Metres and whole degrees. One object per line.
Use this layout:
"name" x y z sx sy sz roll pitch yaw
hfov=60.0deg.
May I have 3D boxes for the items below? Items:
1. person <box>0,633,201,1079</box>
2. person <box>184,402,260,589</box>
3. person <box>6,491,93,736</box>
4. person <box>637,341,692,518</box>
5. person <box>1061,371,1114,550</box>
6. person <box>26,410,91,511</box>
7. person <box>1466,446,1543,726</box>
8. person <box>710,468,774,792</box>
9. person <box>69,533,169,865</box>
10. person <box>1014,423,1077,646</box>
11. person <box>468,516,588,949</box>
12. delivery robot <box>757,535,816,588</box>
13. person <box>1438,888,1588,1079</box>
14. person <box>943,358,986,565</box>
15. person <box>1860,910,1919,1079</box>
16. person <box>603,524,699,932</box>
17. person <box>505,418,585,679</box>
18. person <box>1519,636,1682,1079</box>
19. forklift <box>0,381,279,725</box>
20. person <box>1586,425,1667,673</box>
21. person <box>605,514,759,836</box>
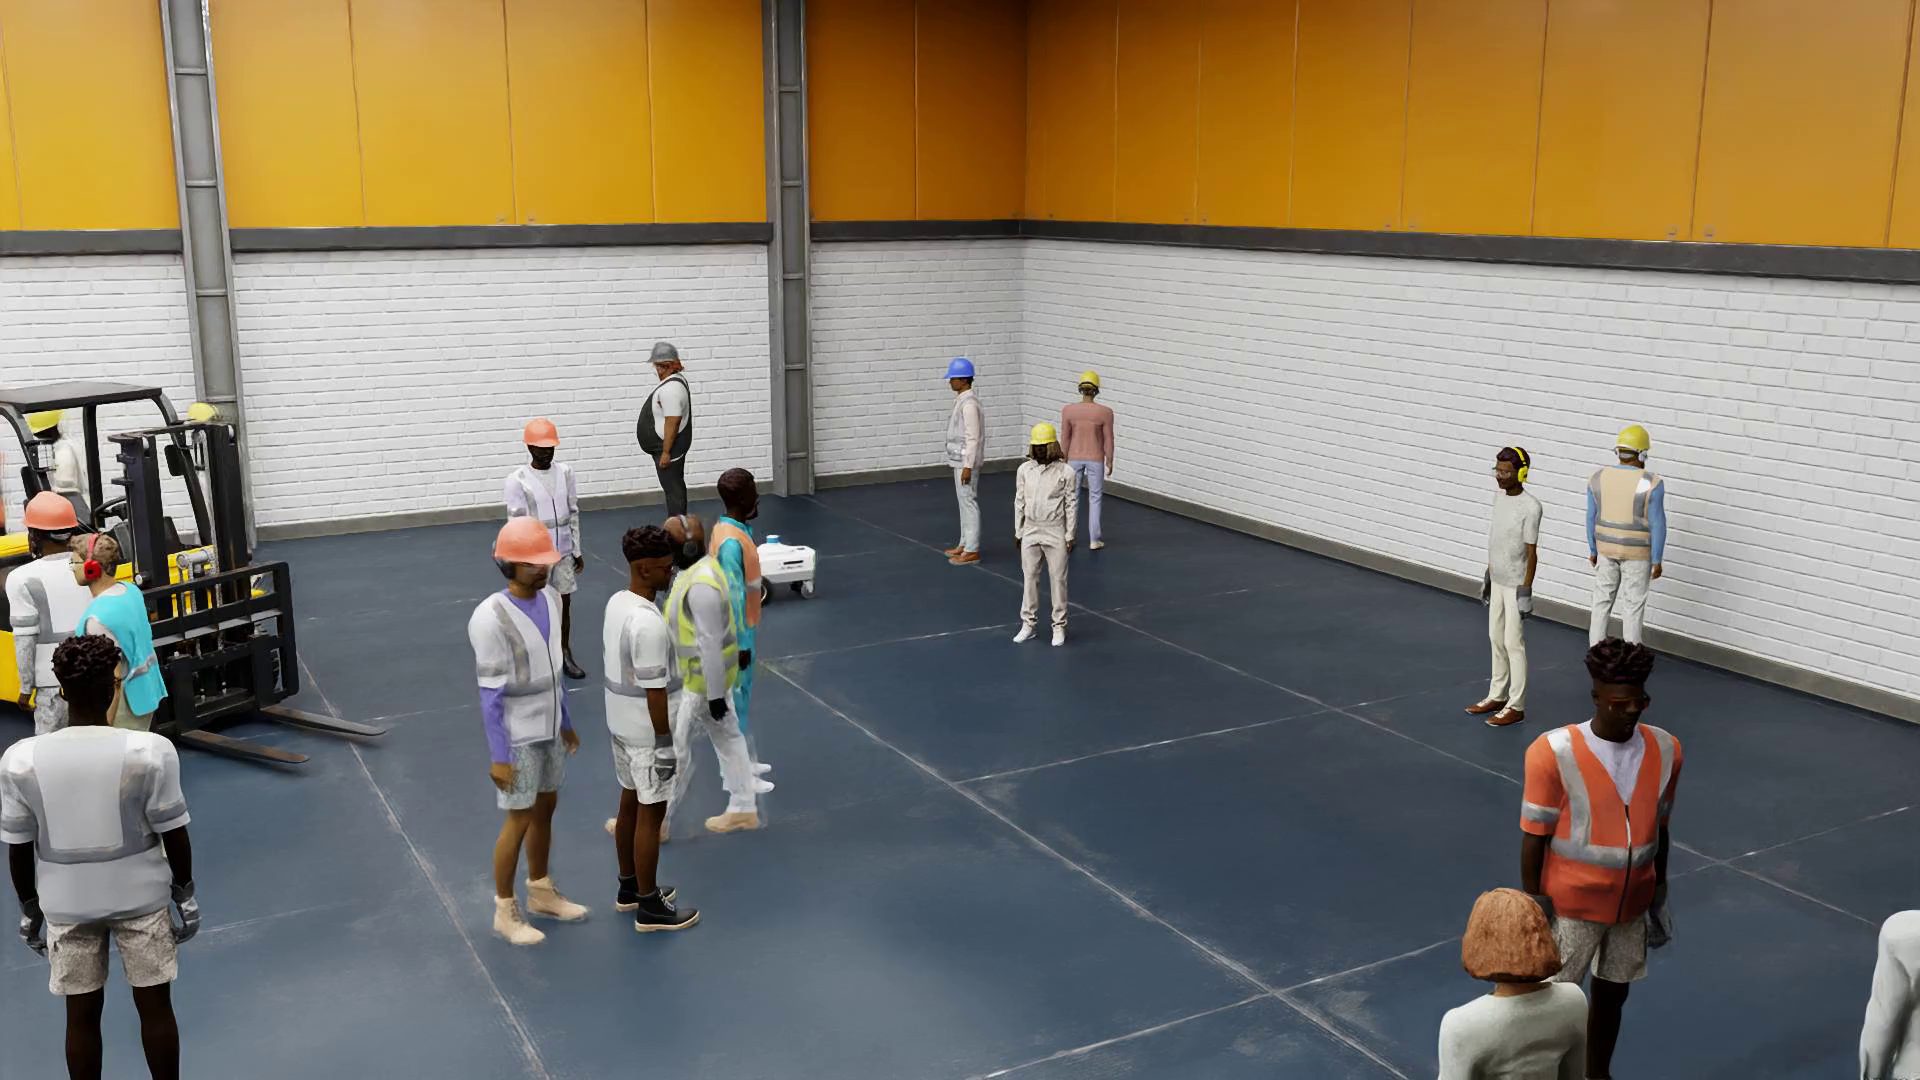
"person" -3.104 1.296 6.062 0.616 1.964 0.361 -3 12 -12
"person" -6.228 -0.285 13.977 0.467 1.749 0.543 -1 12 -5
"person" -4.785 0.696 8.931 0.346 1.942 0.550 10 15 38
"person" -2.904 -0.937 16.354 0.538 2.000 0.684 -1 12 -5
"person" 1.247 -0.775 16.277 0.531 1.755 0.343 3 12 14
"person" -7.078 -0.188 13.227 0.528 1.879 0.626 -8 14 -33
"person" 3.613 0.299 10.997 0.334 1.860 0.509 -3 12 -13
"person" -1.314 0.523 9.792 0.382 1.921 0.596 -2 12 -9
"person" -4.205 0.867 8.355 0.392 1.847 0.563 -3 12 -12
"person" 0.651 -0.044 12.868 0.493 1.743 0.310 4 13 20
"person" -2.003 0.885 7.819 0.393 2.040 0.615 4 13 19
"delivery robot" -1.605 0.202 14.297 0.707 0.478 0.477 -6 14 -27
"person" 1.521 1.764 4.678 0.502 1.627 0.272 -5 13 -22
"person" 0.039 -0.742 15.658 0.397 1.944 0.616 -1 12 -6
"person" 3.009 1.631 5.002 0.570 1.753 0.333 4 13 18
"person" -1.503 0.888 7.977 0.363 1.962 0.612 -6 14 -28
"person" -2.934 0.086 11.837 0.544 1.932 0.375 -12 17 -43
"person" 2.316 1.297 6.058 0.612 1.963 0.361 -2 12 -11
"forklift" -5.853 0.085 11.199 2.313 2.155 1.214 7 14 28
"person" 4.852 0.072 12.112 0.404 1.834 0.589 -10 16 -40
"person" -1.527 0.750 9.003 0.921 1.800 0.652 -2 12 -8
